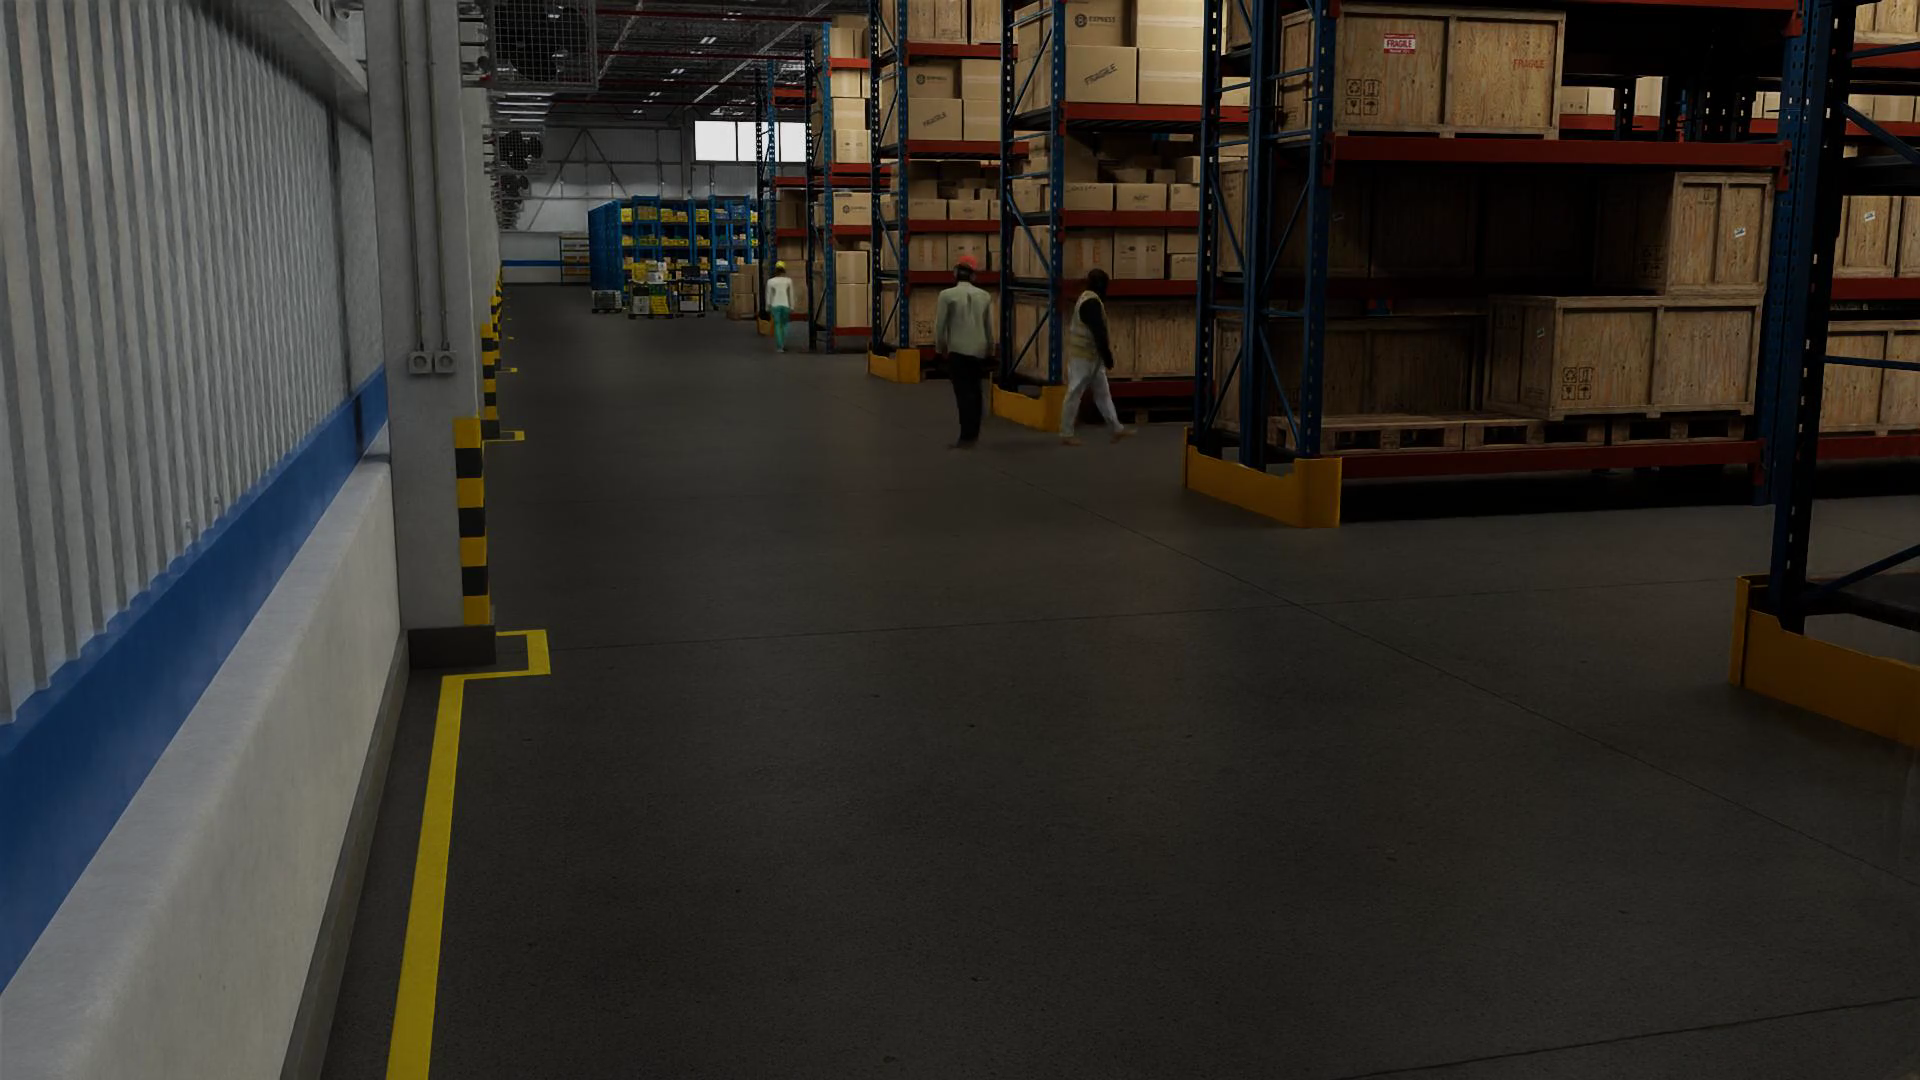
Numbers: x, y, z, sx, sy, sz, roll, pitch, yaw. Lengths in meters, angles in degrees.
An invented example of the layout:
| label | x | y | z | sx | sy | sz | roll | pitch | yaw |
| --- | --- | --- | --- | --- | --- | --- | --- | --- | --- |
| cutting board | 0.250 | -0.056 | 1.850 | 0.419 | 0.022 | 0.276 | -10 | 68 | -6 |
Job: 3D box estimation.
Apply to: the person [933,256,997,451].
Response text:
| label | x | y | z | sx | sy | sz | roll | pitch | yaw |
| --- | --- | --- | --- | --- | --- | --- | --- | --- | --- |
| person | 0.060 | -1.875 | 16.726 | 0.646 | 1.940 | 0.819 | -6 | 12 | -31 |

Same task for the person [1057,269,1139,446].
| label | x | y | z | sx | sy | sz | roll | pitch | yaw |
| --- | --- | --- | --- | --- | --- | --- | --- | --- | --- |
| person | 1.412 | -1.840 | 16.880 | 0.903 | 1.790 | 0.739 | 1 | 10 | 7 |

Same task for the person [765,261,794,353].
| label | x | y | z | sx | sy | sz | roll | pitch | yaw |
| --- | --- | --- | --- | --- | --- | --- | --- | --- | --- |
| person | -3.458 | -4.431 | 31.664 | 0.549 | 1.735 | 0.641 | -4 | 11 | -24 |

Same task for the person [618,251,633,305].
| label | x | y | z | sx | sy | sz | roll | pitch | yaw |
| --- | --- | --- | --- | --- | --- | --- | --- | --- | --- |
| person | -11.546 | -9.046 | 57.513 | 0.564 | 1.849 | 0.388 | -7 | 12 | -34 |
